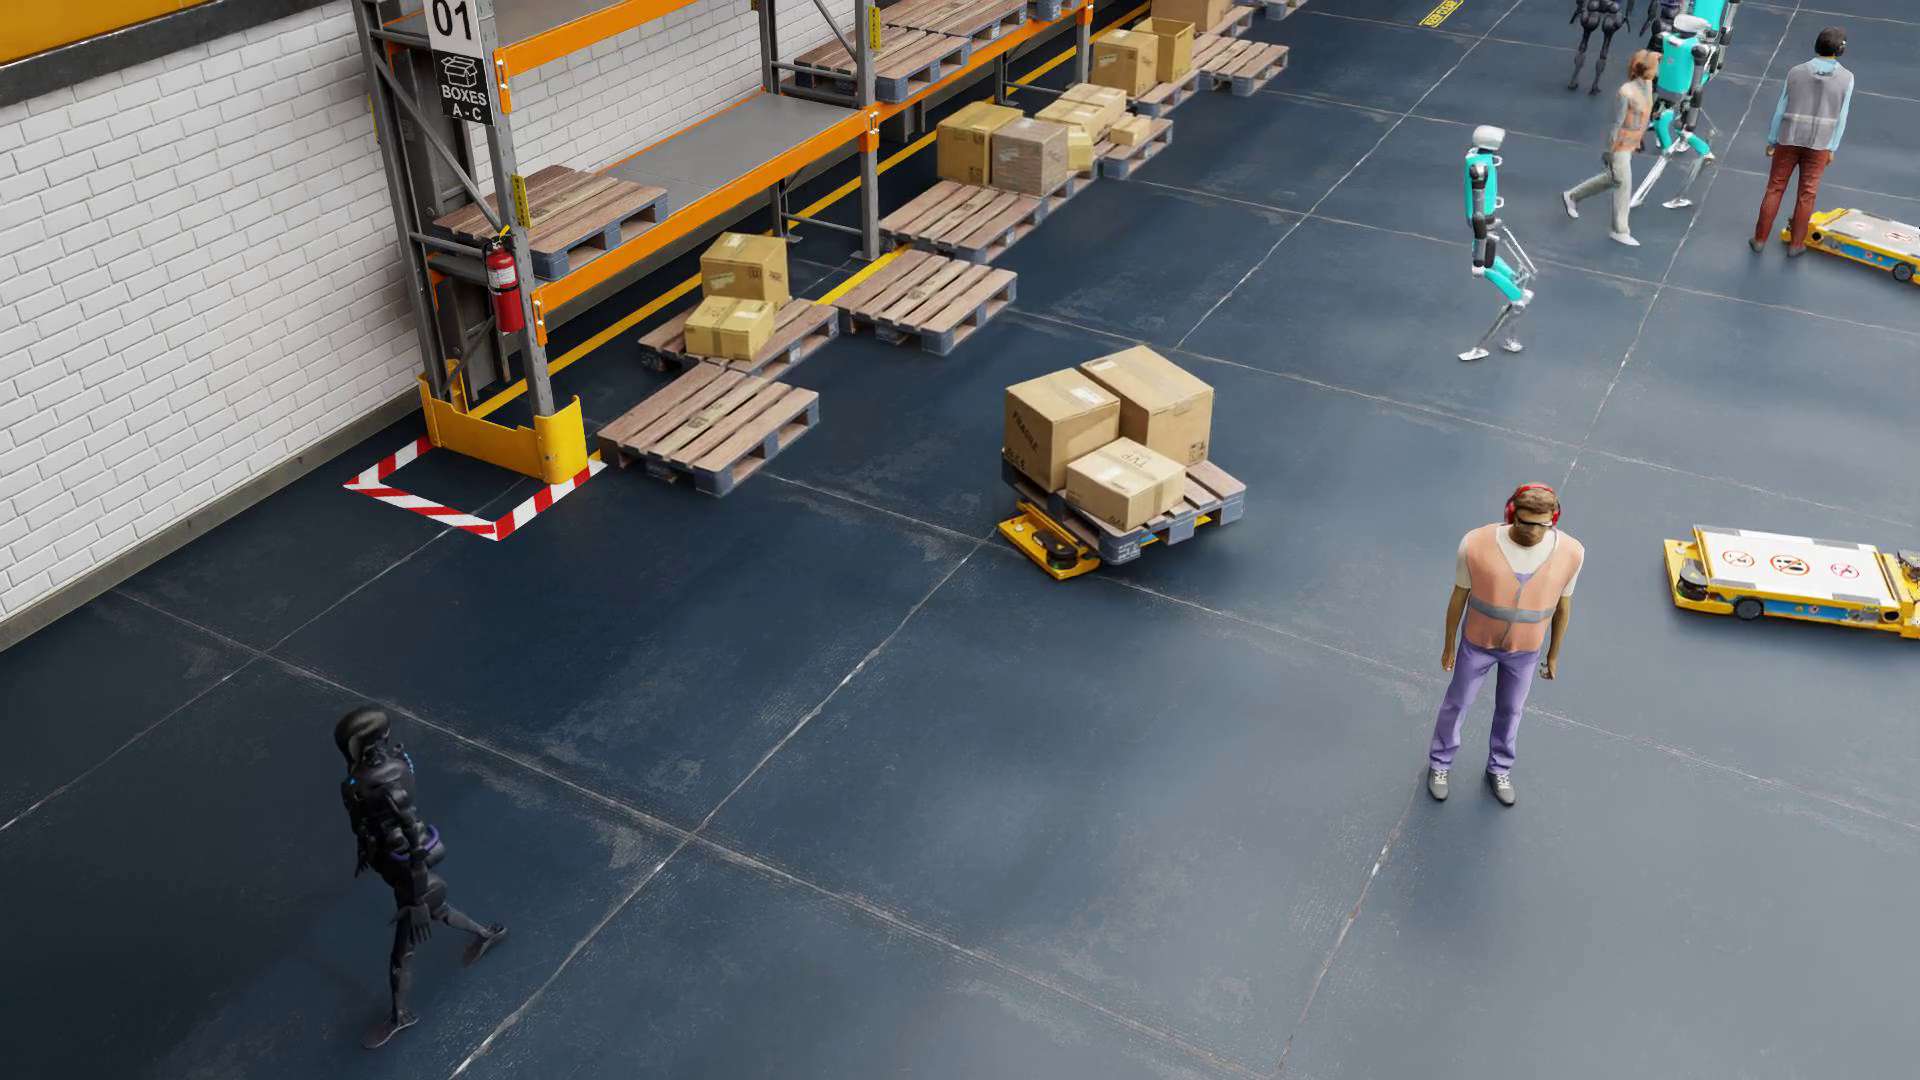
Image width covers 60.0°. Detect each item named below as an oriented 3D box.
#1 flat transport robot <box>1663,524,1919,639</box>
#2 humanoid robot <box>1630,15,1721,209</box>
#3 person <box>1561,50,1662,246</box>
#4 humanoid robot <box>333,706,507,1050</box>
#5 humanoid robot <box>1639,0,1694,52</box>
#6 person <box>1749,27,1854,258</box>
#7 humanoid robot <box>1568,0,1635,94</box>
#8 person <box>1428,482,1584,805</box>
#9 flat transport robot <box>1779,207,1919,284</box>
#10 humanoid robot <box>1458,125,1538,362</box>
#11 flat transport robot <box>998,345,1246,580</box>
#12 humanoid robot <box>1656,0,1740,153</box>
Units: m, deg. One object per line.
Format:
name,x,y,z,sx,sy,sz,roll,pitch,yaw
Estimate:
flat transport robot,4.939,0.242,9.782,1.431,0.231,0.659,7,34,11
humanoid robot,6.303,-3.693,14.420,0.863,1.760,0.535,-16,37,-23
person,5.525,-3.343,13.994,0.756,1.614,0.523,26,42,34
humanoid robot,-2.310,1.325,6.912,0.783,1.627,0.589,-28,43,-36
humanoid robot,7.250,-5.311,16.911,0.611,1.643,0.325,-7,34,-11
person,6.874,-3.224,13.568,0.533,1.877,0.416,17,37,24
humanoid robot,6.604,-5.420,17.085,0.609,1.657,0.325,14,36,20
person,2.599,0.485,7.997,0.559,1.836,0.390,4,34,6
flat transport robot,7.689,-2.450,13.854,0.659,0.231,1.431,-25,41,-33
humanoid robot,3.977,-2.084,11.961,0.885,1.764,0.591,10,35,15
flat transport robot,1.010,-0.179,10.419,1.431,0.231,0.659,-20,38,-27
humanoid robot,6.815,-4.458,15.476,0.530,1.689,0.749,17,37,24
